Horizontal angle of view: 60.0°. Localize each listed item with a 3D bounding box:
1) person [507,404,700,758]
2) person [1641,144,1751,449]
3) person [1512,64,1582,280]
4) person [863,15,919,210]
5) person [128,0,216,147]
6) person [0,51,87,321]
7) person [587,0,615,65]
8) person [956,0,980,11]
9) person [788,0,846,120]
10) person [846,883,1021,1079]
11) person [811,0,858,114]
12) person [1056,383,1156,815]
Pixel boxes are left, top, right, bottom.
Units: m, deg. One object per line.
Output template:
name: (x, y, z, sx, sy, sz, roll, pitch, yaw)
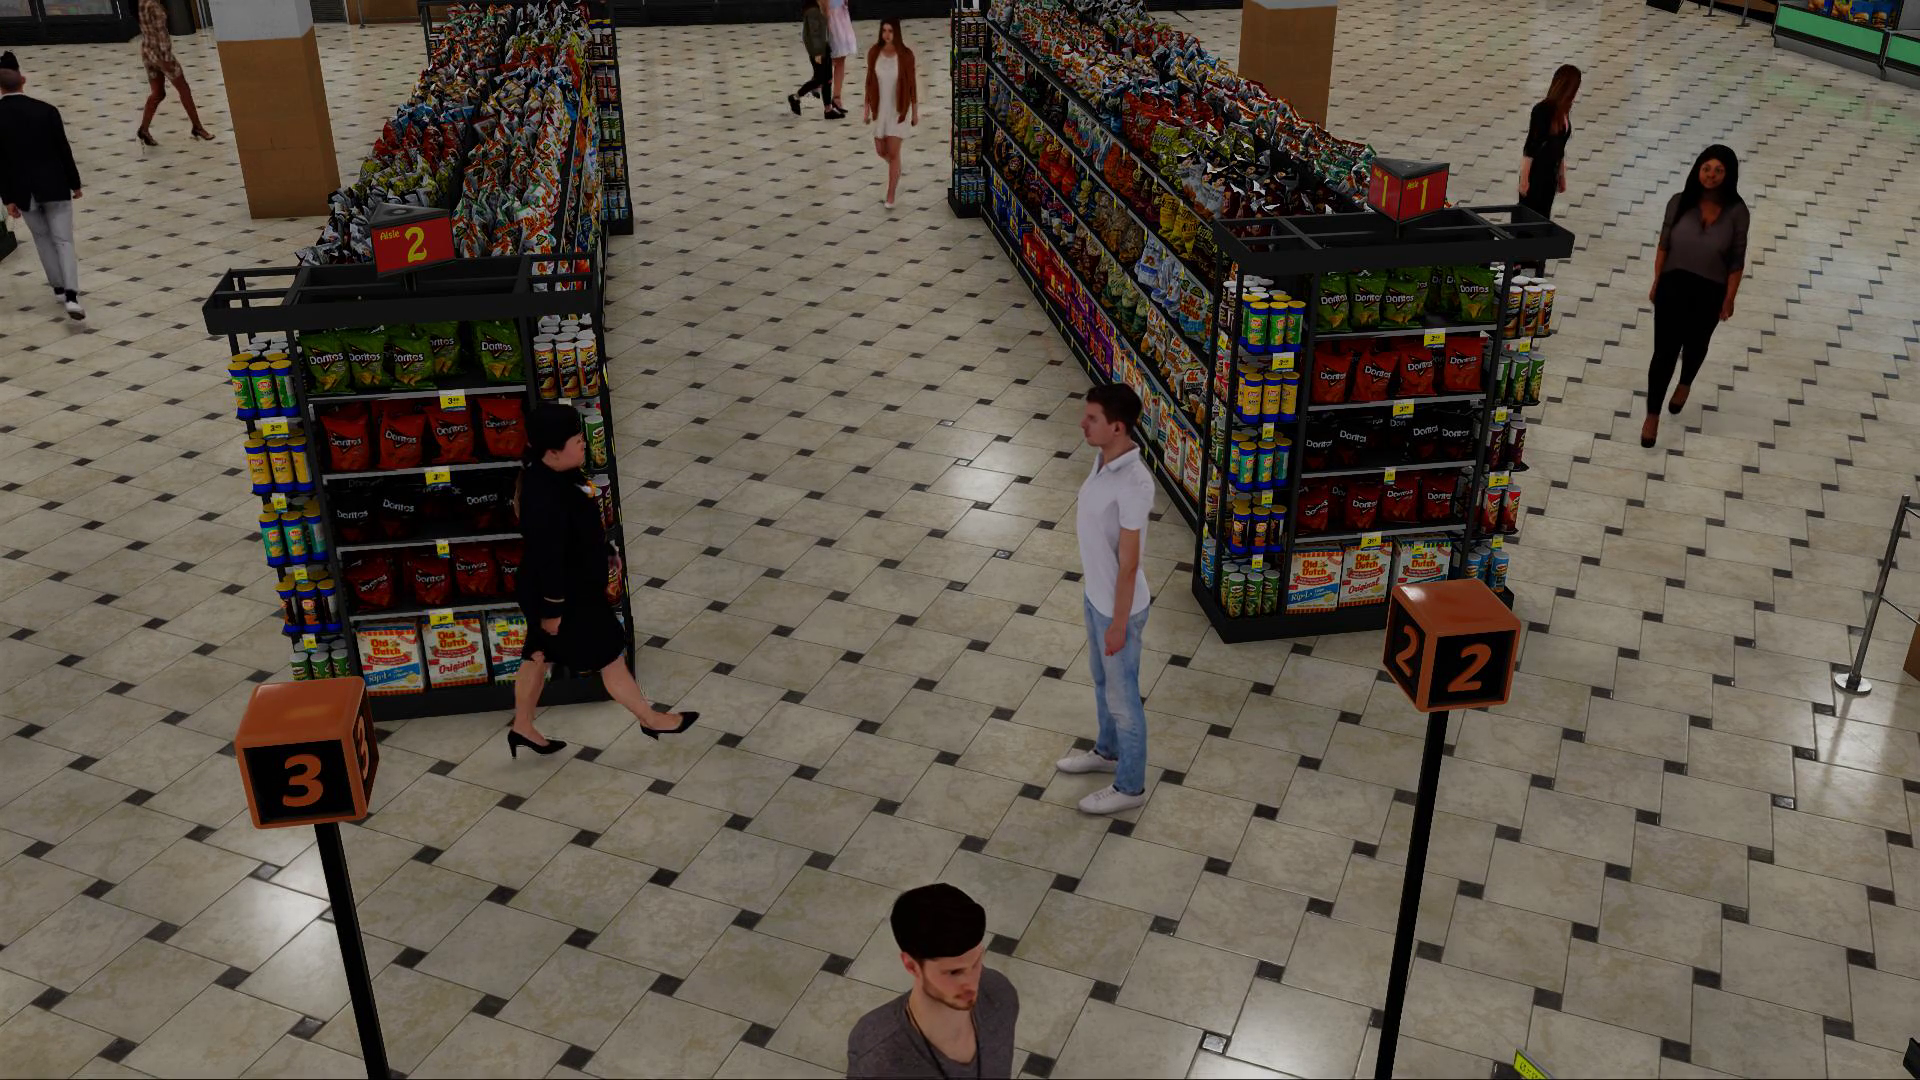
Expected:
person: (-1.753, 0.238, 6.974, 0.770, 1.630, 0.993, -6, 28, -12)
person: (4.521, -1.512, 10.243, 1.059, 1.794, 1.209, 13, 30, 24)
person: (4.474, -2.836, 12.986, 0.848, 1.674, 0.832, -14, 30, -25)
person: (-0.607, -3.892, 15.047, 0.878, 1.693, 1.063, 6, 27, 12)
person: (-8.168, -4.823, 16.811, 1.002, 1.759, 1.040, 19, 33, 33)
person: (-6.692, -2.529, 12.117, 0.891, 1.913, 1.286, -11, 29, -20)
person: (-4.629, -6.855, 20.896, 0.740, 1.687, 0.612, -18, 32, -31)
person: (0.117, -8.162, 23.435, 0.675, 1.723, 0.694, 11, 29, 21)
person: (-1.592, -5.296, 18.065, 0.838, 1.467, 0.877, 5, 27, 11)
person: (-0.066, 1.599, 3.987, 0.766, 1.903, 0.778, -24, 36, -39)
person: (-1.468, -5.634, 18.370, 0.985, 1.794, 0.928, 16, 31, 29)
person: (0.636, 0.237, 6.731, 0.689, 1.851, 0.464, -5, 27, -9)
